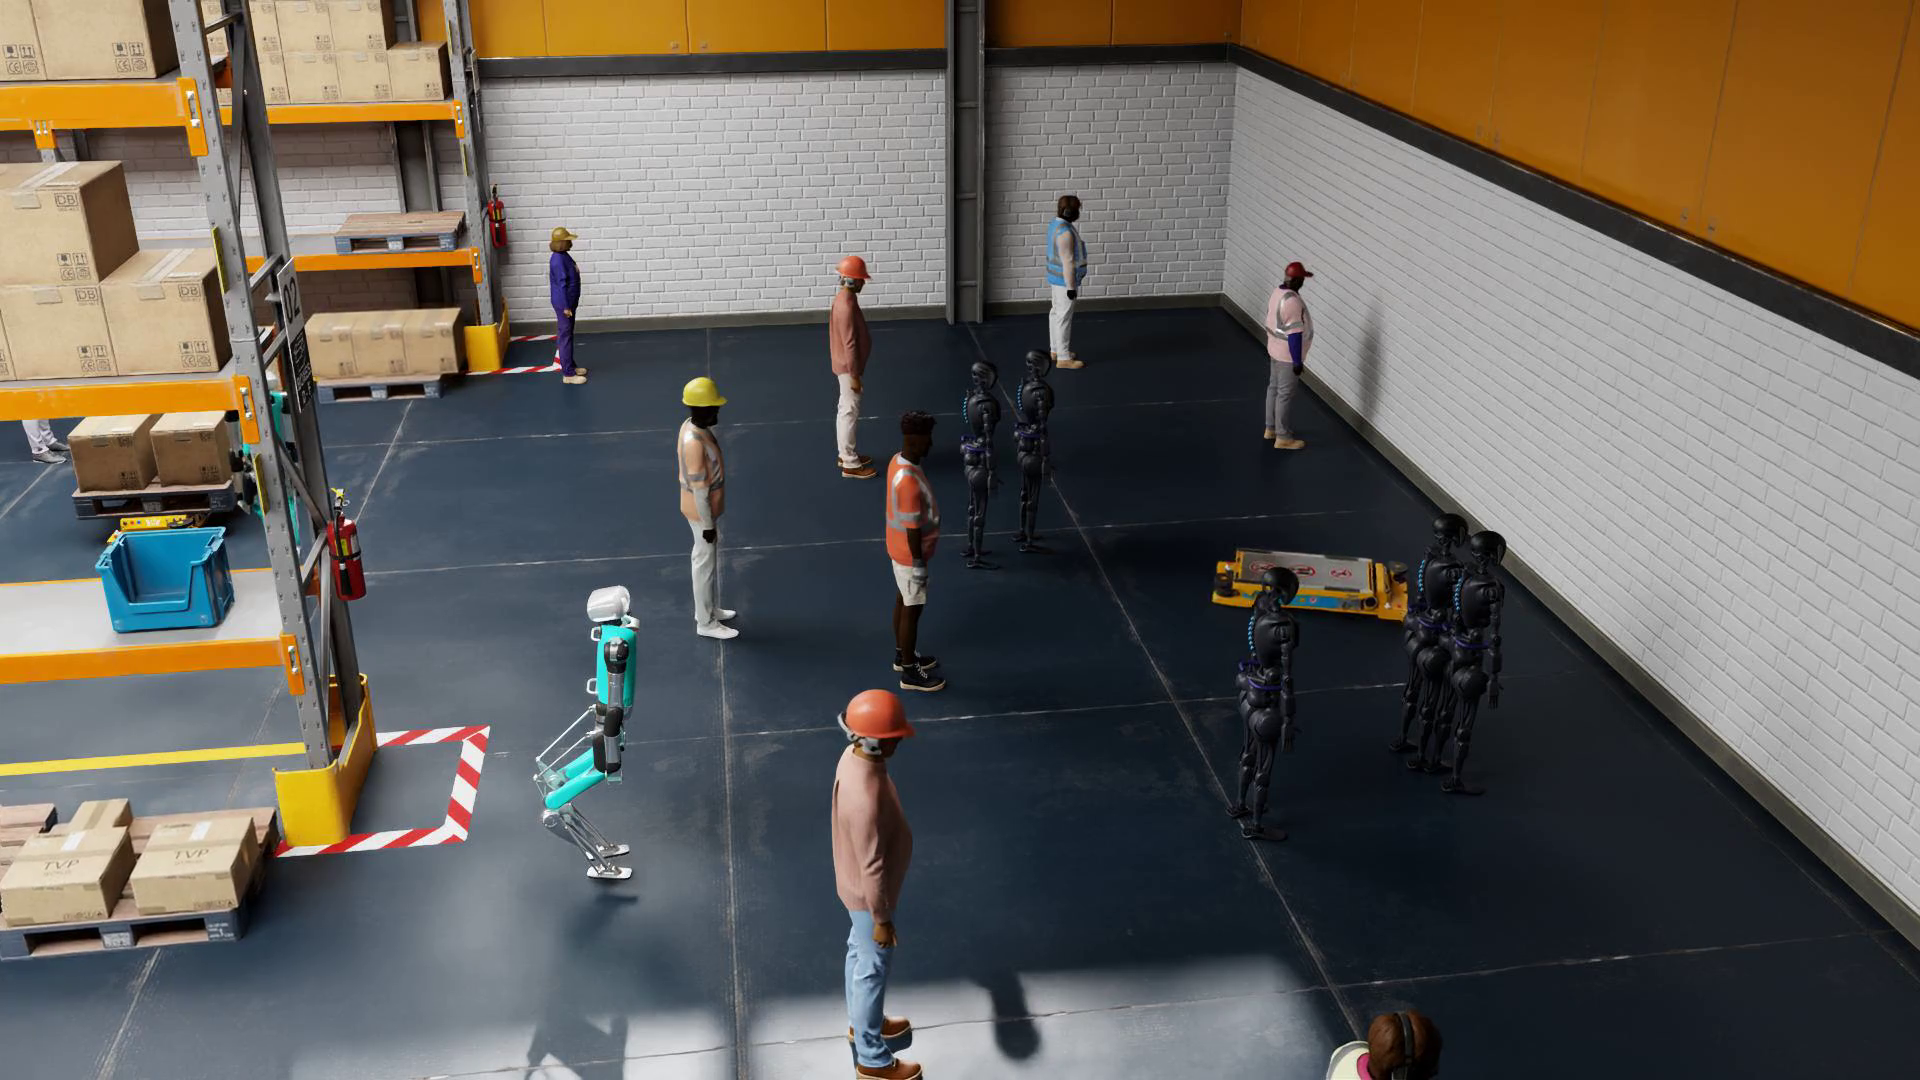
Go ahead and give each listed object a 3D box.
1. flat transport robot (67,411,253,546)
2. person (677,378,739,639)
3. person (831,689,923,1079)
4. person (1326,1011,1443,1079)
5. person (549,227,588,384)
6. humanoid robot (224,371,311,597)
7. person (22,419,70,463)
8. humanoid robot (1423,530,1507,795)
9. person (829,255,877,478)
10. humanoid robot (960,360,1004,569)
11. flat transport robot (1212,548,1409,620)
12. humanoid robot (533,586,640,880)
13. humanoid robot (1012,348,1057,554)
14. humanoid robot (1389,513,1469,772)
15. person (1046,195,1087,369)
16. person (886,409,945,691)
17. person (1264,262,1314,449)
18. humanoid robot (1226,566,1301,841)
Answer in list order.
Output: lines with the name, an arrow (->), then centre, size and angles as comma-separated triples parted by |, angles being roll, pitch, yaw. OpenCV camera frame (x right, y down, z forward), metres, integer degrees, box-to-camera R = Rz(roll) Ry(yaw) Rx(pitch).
flat transport robot -> -6.648, -0.290, 14.056 | 0.659, 0.231, 1.431 | -3, 24, -8
person -> -1.809, -0.234, 11.868 | 0.360, 1.927, 0.585 | -4, 24, -8
person -> -0.391, 1.584, 7.647 | 0.377, 1.993, 0.609 | -4, 24, -8
person -> 1.494, 2.432, 5.900 | 0.429, 1.844, 0.625 | -4, 24, -8
person -> -4.073, -2.445, 17.279 | 0.333, 1.623, 0.450 | -4, 24, -8
humanoid robot -> -5.033, -0.344, 12.363 | 0.585, 1.781, 0.711 | -21, 31, -40
person -> -8.476, -1.663, 15.095 | 0.422, 1.952, 0.491 | -4, 24, -8
humanoid robot -> 3.062, 0.710, 10.009 | 0.315, 1.657, 0.599 | -3, 24, -8
person -> -0.959, -1.538, 14.759 | 0.377, 1.993, 0.609 | -4, 24, -8
humanoid robot -> 0.169, -0.610, 13.017 | 0.315, 1.657, 0.599 | -3, 24, -8
flat transport robot -> 2.661, 0.336, 12.630 | 1.431, 0.231, 0.659 | 5, 24, 10
humanoid robot -> -2.056, 1.060, 8.989 | 0.735, 1.677, 0.533 | -3, 24, -8
humanoid robot -> 0.596, -0.731, 13.296 | 0.315, 1.655, 0.599 | -3, 24, -8
humanoid robot -> 2.915, 0.605, 10.248 | 0.315, 1.657, 0.599 | -3, 24, -8
person -> 1.135, -2.760, 17.730 | 0.429, 1.843, 0.625 | -4, 24, -8
person -> -0.310, 0.058, 11.156 | 0.368, 1.965, 0.603 | -4, 24, -8
person -> 3.062, -1.723, 15.477 | 0.420, 1.753, 0.599 | -4, 24, -8
humanoid robot -> 1.762, 0.914, 9.548 | 0.315, 1.655, 0.599 | -3, 24, -8
